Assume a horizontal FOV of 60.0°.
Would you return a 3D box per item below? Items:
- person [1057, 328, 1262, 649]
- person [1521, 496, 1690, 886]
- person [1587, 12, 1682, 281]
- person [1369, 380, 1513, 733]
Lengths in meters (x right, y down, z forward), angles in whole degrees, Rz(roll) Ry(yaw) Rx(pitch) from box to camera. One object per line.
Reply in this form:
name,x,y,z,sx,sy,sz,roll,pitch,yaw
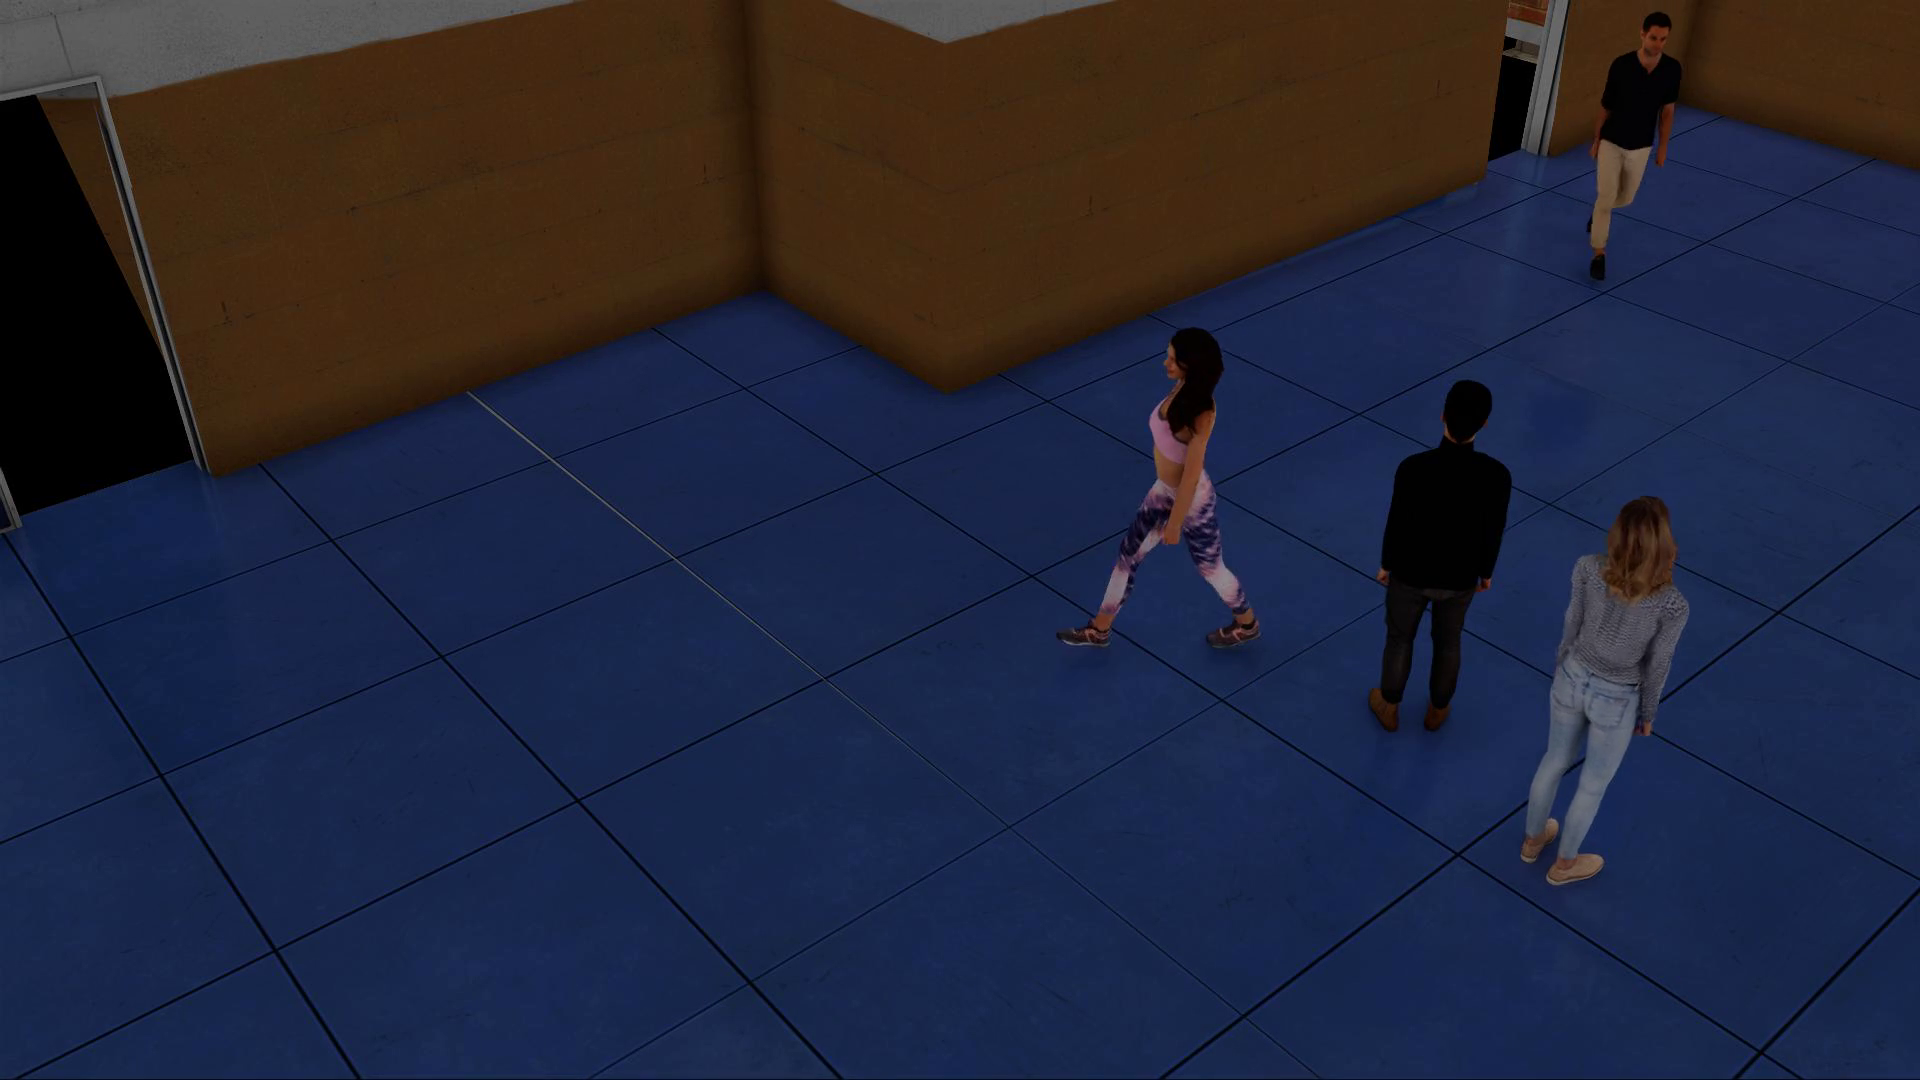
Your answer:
person,1.112,-0.153,7.618,1.075,1.712,1.217,-5,34,-8
person,2.461,0.596,6.414,0.651,1.797,0.484,-22,39,-29
person,4.523,-2.730,11.382,1.086,1.808,1.112,6,34,8
person,2.070,0.096,7.234,0.703,1.722,0.768,3,34,5
